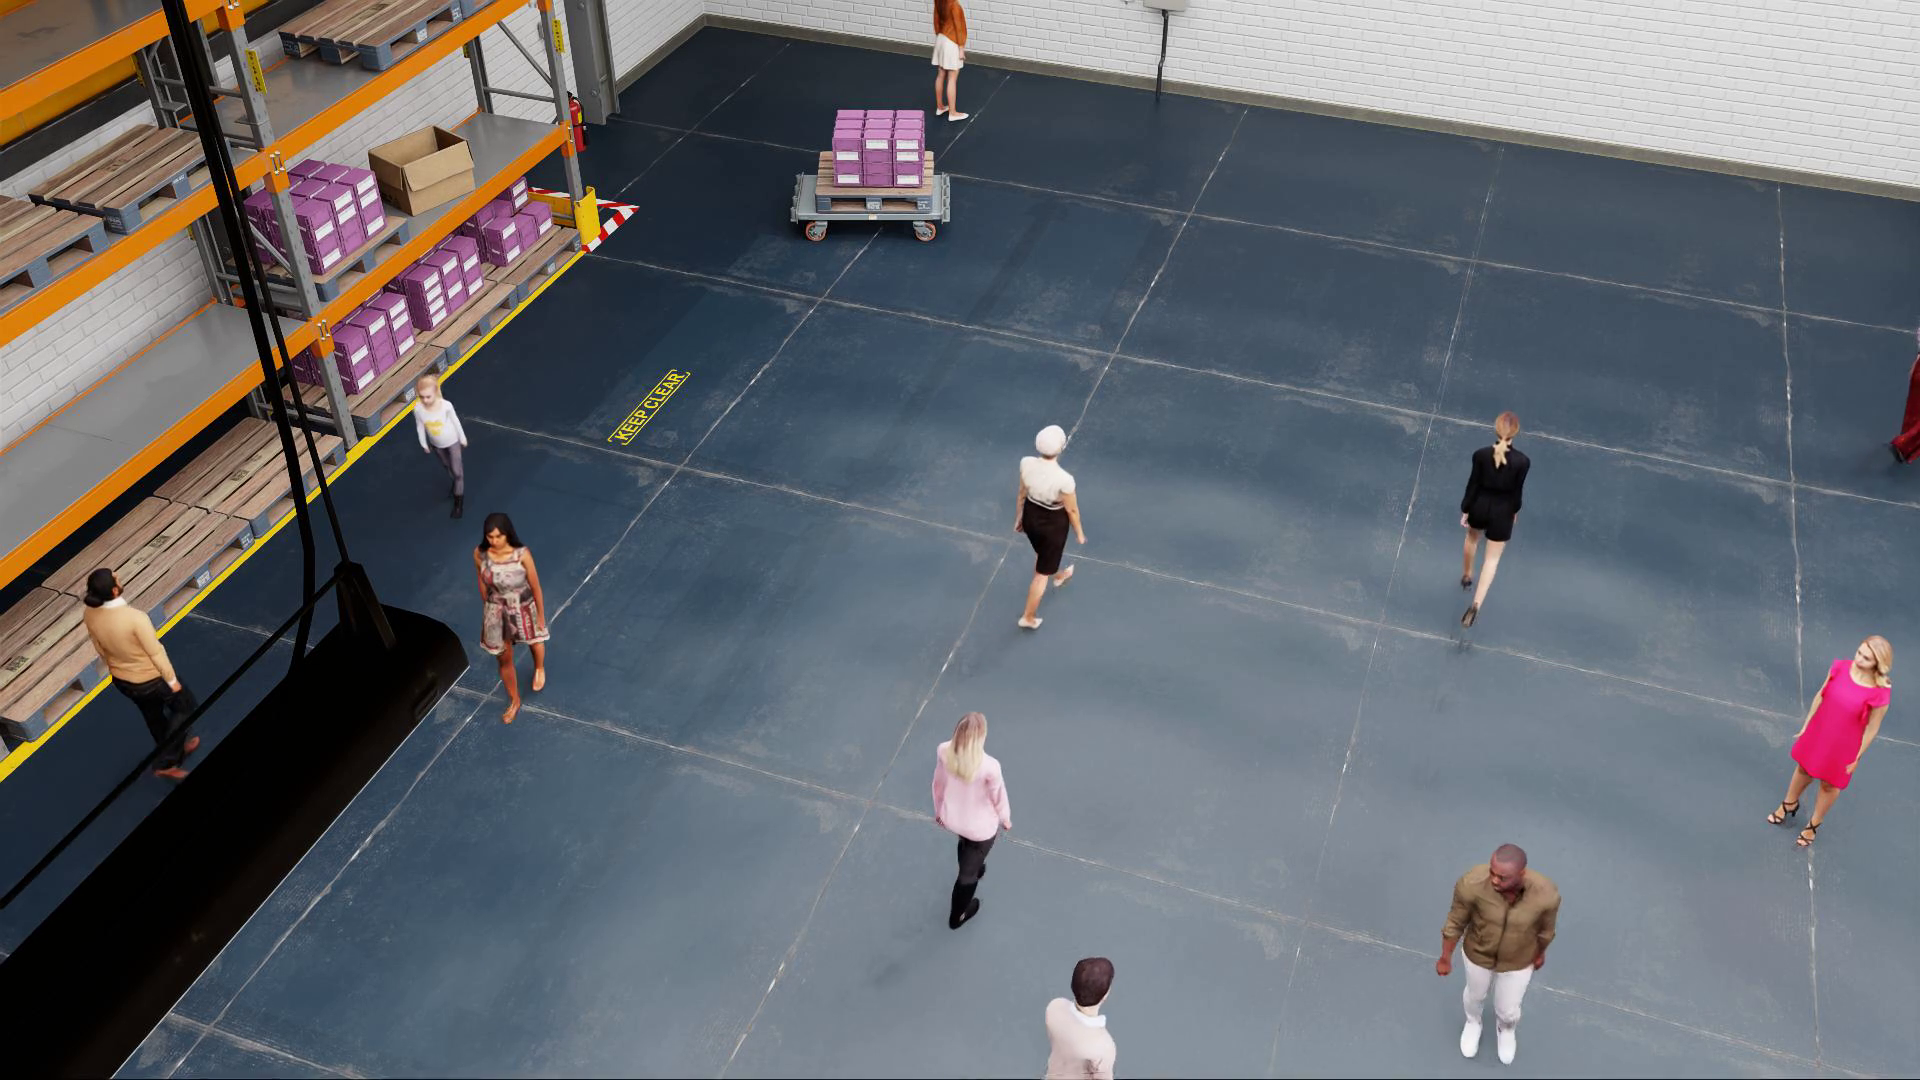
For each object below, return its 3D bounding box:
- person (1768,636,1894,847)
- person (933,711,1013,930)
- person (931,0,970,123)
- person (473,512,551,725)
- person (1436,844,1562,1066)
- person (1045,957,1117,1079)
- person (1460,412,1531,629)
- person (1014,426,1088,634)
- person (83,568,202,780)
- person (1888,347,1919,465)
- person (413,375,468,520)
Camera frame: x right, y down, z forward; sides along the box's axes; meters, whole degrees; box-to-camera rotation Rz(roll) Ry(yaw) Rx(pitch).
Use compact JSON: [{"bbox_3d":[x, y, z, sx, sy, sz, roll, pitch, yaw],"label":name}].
[{"bbox_3d":[5.542,1.253,10.512,0.712,1.728,0.662,-20,43,-23],"label":"person"},{"bbox_3d":[0.003,1.727,9.967,0.730,1.669,0.830,28,46,31],"label":"person"},{"bbox_3d":[-0.137,-5.725,19.254,0.734,1.723,0.717,-27,46,-30],"label":"person"},{"bbox_3d":[-3.100,0.413,11.648,0.804,1.623,0.945,0,39,0],"label":"person"},{"bbox_3d":[2.996,2.257,9.205,0.740,1.790,0.617,5,39,6],"label":"person"},{"bbox_3d":[0.535,2.869,8.452,0.970,1.773,0.862,-25,45,-28],"label":"person"},{"bbox_3d":[3.888,-0.127,12.234,0.590,1.737,1.083,14,41,17],"label":"person"},{"bbox_3d":[0.570,-0.028,12.123,0.886,1.719,1.120,28,46,30],"label":"person"},{"bbox_3d":[-5.390,0.935,10.894,0.697,1.748,0.800,10,40,12],"label":"person"},{"bbox_3d":[8.077,-1.313,13.801,0.969,1.633,0.908,-17,42,-20],"label":"person"},{"bbox_3d":[-4.170,-0.830,13.510,0.680,1.242,0.935,0,39,0],"label":"person"}]
